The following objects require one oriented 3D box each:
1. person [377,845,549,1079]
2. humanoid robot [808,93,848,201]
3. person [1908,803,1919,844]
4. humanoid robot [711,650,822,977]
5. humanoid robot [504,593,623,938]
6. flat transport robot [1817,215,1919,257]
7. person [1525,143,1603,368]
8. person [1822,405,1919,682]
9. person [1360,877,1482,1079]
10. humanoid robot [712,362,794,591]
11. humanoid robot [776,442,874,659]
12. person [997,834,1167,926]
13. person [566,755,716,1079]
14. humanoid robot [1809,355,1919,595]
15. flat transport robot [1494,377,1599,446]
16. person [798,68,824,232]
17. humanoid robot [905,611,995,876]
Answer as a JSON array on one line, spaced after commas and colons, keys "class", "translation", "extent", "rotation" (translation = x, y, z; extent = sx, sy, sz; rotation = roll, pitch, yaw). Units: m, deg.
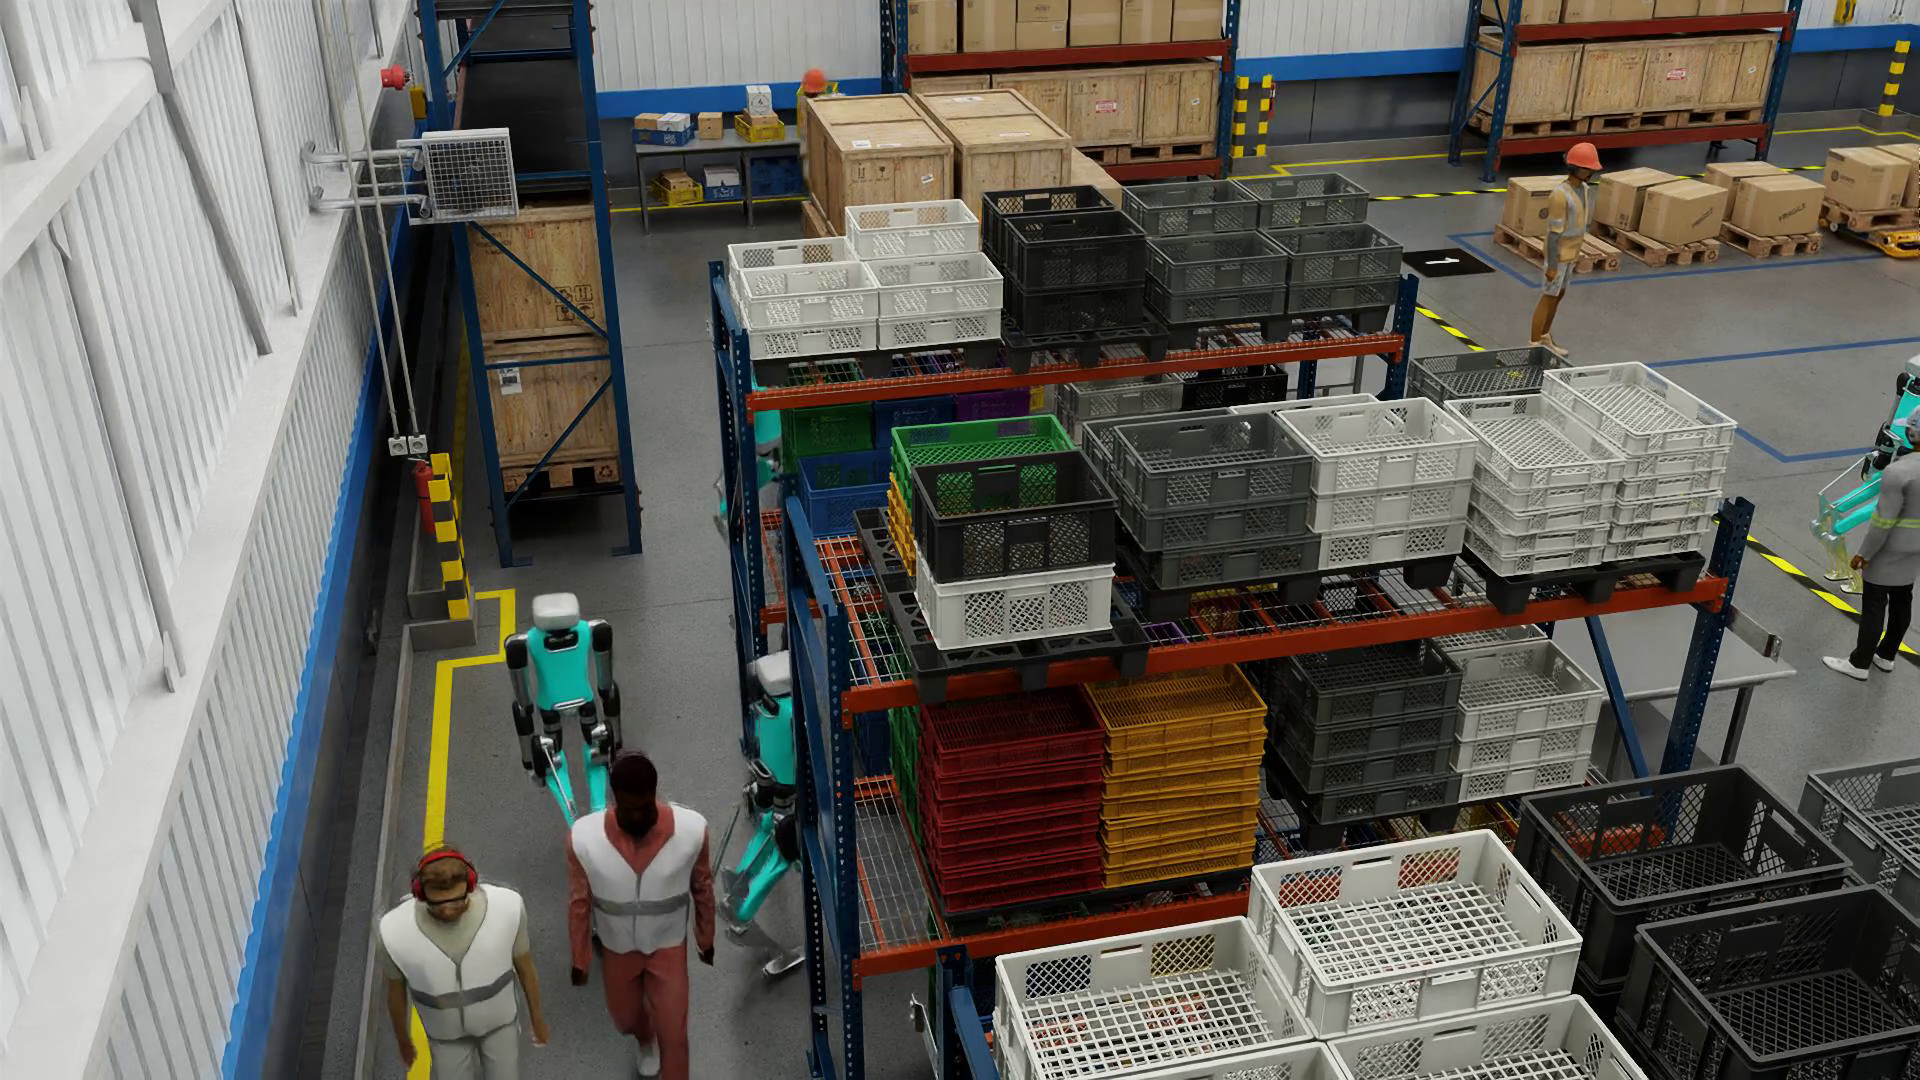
[{"class": "person", "translation": [-1.986, 1.925, 6.741], "extent": [0.586, 1.815, 0.579], "rotation": [-9, 29, -16]}, {"class": "humanoid robot", "translation": [-1.457, -3.846, 17.779], "extent": [0.853, 1.775, 0.534], "rotation": [-13, 31, -24]}, {"class": "person", "translation": [4.625, 1.406, 7.690], "extent": [0.357, 1.838, 0.546], "rotation": [-20, 34, -33]}, {"class": "humanoid robot", "translation": [-0.979, 1.383, 7.829], "extent": [0.666, 1.785, 0.534], "rotation": [-16, 32, -27]}, {"class": "humanoid robot", "translation": [-1.867, 1.182, 8.264], "extent": [0.530, 1.775, 1.004], "rotation": [-12, 30, -21]}, {"class": "flat transport robot", "translation": [10.308, -3.498, 18.653], "extent": [0.652, 0.197, 1.431], "rotation": [-6, 28, -12]}, {"class": "person", "translation": [5.470, -2.576, 15.035], "extent": [0.379, 2.040, 0.614], "rotation": [19, 33, 32]}, {"class": "person", "translation": [5.796, 0.012, 10.330], "extent": [0.587, 1.848, 0.396], "rotation": [-11, 30, -19]}, {"class": "person", "translation": [1.717, 2.056, 6.455], "extent": [0.681, 1.841, 0.535], "rotation": [-13, 31, -24]}, {"class": "humanoid robot", "translation": [-1.526, -0.510, 11.454], "extent": [0.798, 1.789, 0.530], "rotation": [14, 31, 25]}, {"class": "humanoid robot", "translation": [-0.912, 0.110, 10.347], "extent": [0.643, 1.637, 0.601], "rotation": [-13, 30, -23]}, {"class": "person", "translation": [0.570, 1.229, 8.123], "extent": [1.036, 1.762, 0.626], "rotation": [-11, 30, -19]}, {"class": "person", "translation": [-1.347, 1.705, 7.074], "extent": [0.624, 1.890, 0.787], "rotation": [-3, 28, -6]}, {"class": "humanoid robot", "translation": [6.075, -0.429, 11.143], "extent": [0.735, 1.675, 0.533], "rotation": [-1, 28, -2]}, {"class": "flat transport robot", "translation": [4.780, -1.036, 14.013], "extent": [0.659, 0.231, 1.431], "rotation": [-6, 28, -12]}, {"class": "person", "translation": [-1.607, -4.293, 18.455], "extent": [0.434, 1.898, 0.581], "rotation": [-21, 34, -34]}, {"class": "humanoid robot", "translation": [-0.009, 1.046, 8.576], "extent": [0.585, 1.640, 0.613], "rotation": [-1, 28, -2]}]
